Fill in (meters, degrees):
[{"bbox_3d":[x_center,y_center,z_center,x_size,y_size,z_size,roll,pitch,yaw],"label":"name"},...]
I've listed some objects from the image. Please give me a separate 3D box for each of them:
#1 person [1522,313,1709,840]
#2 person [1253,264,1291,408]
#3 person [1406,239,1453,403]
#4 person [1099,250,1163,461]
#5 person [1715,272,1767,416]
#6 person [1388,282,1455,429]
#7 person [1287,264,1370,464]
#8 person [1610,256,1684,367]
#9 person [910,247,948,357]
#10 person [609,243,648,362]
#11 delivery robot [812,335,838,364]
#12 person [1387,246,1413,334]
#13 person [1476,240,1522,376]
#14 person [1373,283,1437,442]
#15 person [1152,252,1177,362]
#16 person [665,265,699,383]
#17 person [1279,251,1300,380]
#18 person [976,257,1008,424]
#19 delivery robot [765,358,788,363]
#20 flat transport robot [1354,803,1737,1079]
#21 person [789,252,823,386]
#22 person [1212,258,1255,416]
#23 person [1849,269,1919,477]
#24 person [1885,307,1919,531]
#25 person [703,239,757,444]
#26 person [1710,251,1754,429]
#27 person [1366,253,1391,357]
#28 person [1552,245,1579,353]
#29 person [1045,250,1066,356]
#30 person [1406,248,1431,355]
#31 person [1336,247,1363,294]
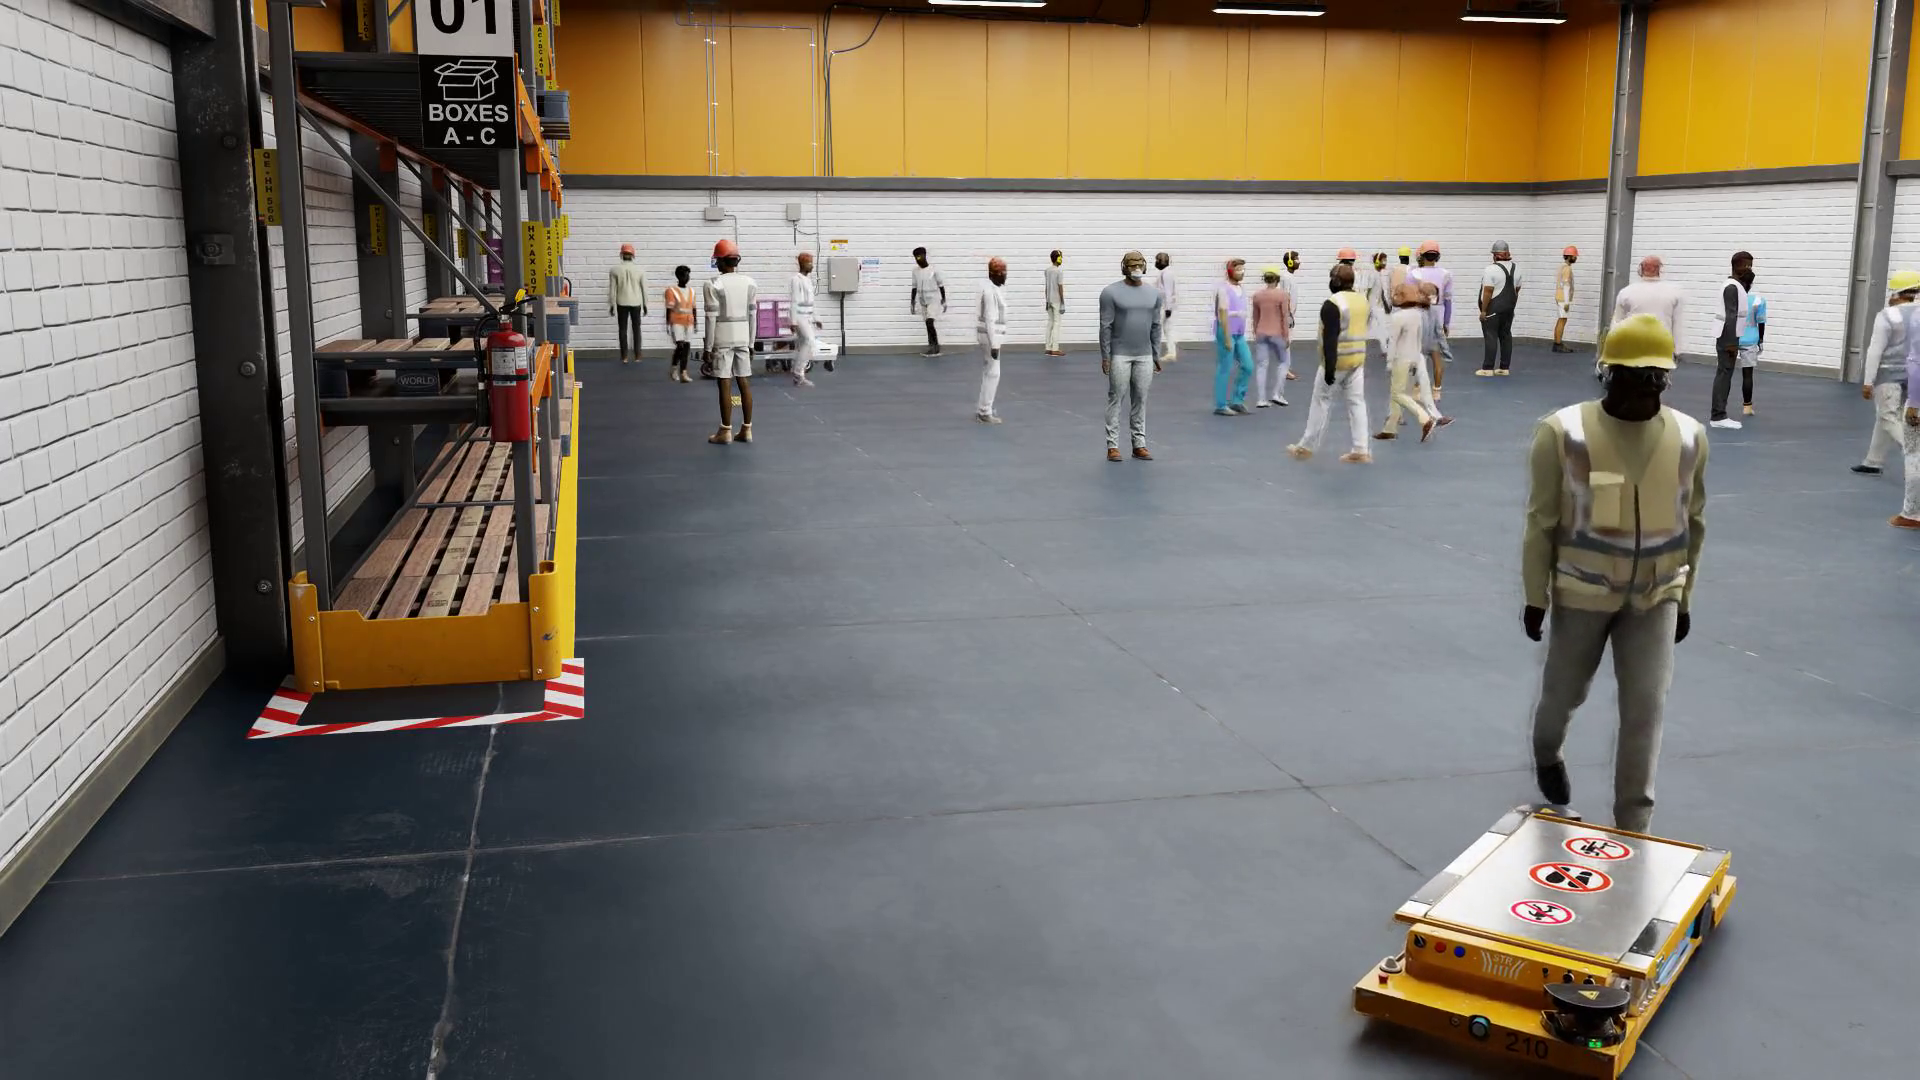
[{"bbox_3d":[2.179,0.137,5.591,0.596,1.806,0.832,1,10,6],"label":"person"},{"bbox_3d":[3.826,-2.488,20.293,0.538,1.740,0.565,9,14,42],"label":"person"},{"bbox_3d":[5.840,-2.734,20.849,0.615,2.041,0.391,-1,10,-8],"label":"person"},{"bbox_3d":[1.587,-1.697,15.394,0.627,1.940,0.373,-3,11,-17],"label":"person"},{"bbox_3d":[9.055,-2.286,19.315,0.540,1.698,0.317,6,12,29],"label":"person"},{"bbox_3d":[5.023,-1.995,18.047,0.903,1.575,0.505,10,14,43],"label":"person"},{"bbox_3d":[3.431,-1.617,15.295,0.649,1.810,0.882,-9,13,-39],"label":"person"},{"bbox_3d":[7.010,-1.969,17.092,0.679,1.860,0.950,2,10,9],"label":"person"},{"bbox_3d":[-0.577,-4.154,29.065,0.620,1.914,0.809,8,13,38],"label":"person"},{"bbox_3d":[-5.529,-3.960,27.787,0.622,1.994,0.384,-3,11,-14],"label":"person"},{"bbox_3d":[-2.259,-2.929,25.796,0.707,0.478,0.477,-5,11,-25],"label":"delivery robot"},{"bbox_3d":[7.856,-4.247,29.544,0.361,1.930,0.589,-9,14,-42],"label":"person"},{"bbox_3d":[8.059,-3.488,25.031,0.688,2.000,0.539,-5,11,-26],"label":"person"},{"bbox_3d":[4.515,-1.782,16.771,0.695,1.607,0.508,10,14,43],"label":"person"},{"bbox_3d":[3.298,-3.885,27.832,0.767,1.816,0.660,1,10,5],"label":"person"},{"bbox_3d":[-3.954,-3.073,23.702,0.367,1.679,0.554,9,14,41],"label":"person"},{"bbox_3d":[4.847,-3.295,24.422,0.328,1.877,0.513,2,10,12],"label":"person"},{"bbox_3d":[0.358,-2.223,18.556,0.378,1.850,0.777,1,10,7],"label":"person"},{"bbox_3d":[-2.821,-2.984,26.098,0.477,0.478,0.707,2,10,13],"label":"delivery robot"},{"bbox_3d":[1.700,1.068,4.691,0.652,0.197,1.431,7,13,35],"label":"flat transport robot"},{"bbox_3d":[-2.165,-3.060,23.158,0.449,1.868,0.572,2,10,9],"label":"person"},{"bbox_3d":[3.190,-2.334,19.230,0.574,1.826,0.578,9,14,41],"label":"person"},{"bbox_3d":[7.936,-1.383,14.032,0.597,1.801,0.848,-3,11,-18],"label":"person"},{"bbox_3d":[6.807,-0.965,11.420,0.633,1.919,0.744,-3,11,-15],"label":"person"},{"bbox_3d":[-2.312,-1.979,16.652,0.607,2.048,0.365,-9,14,-41],"label":"person"},{"bbox_3d":[8.394,-2.180,18.142,0.391,1.914,0.587,5,11,24],"label":"person"},{"bbox_3d":[7.185,-4.088,29.000,0.964,1.825,0.522,4,11,21],"label":"person"},{"bbox_3d":[10.991,-4.363,30.165,0.368,1.937,0.546,2,10,11],"label":"person"},{"bbox_3d":[1.684,-4.177,29.362,0.321,1.860,0.521,-6,12,-31],"label":"person"},{"bbox_3d":[8.103,-4.155,29.188,0.663,1.909,0.404,-4,11,-22],"label":"person"},{"bbox_3d":[5.447,-3.166,23.536,0.354,1.939,0.544,10,14,43],"label":"person"}]
